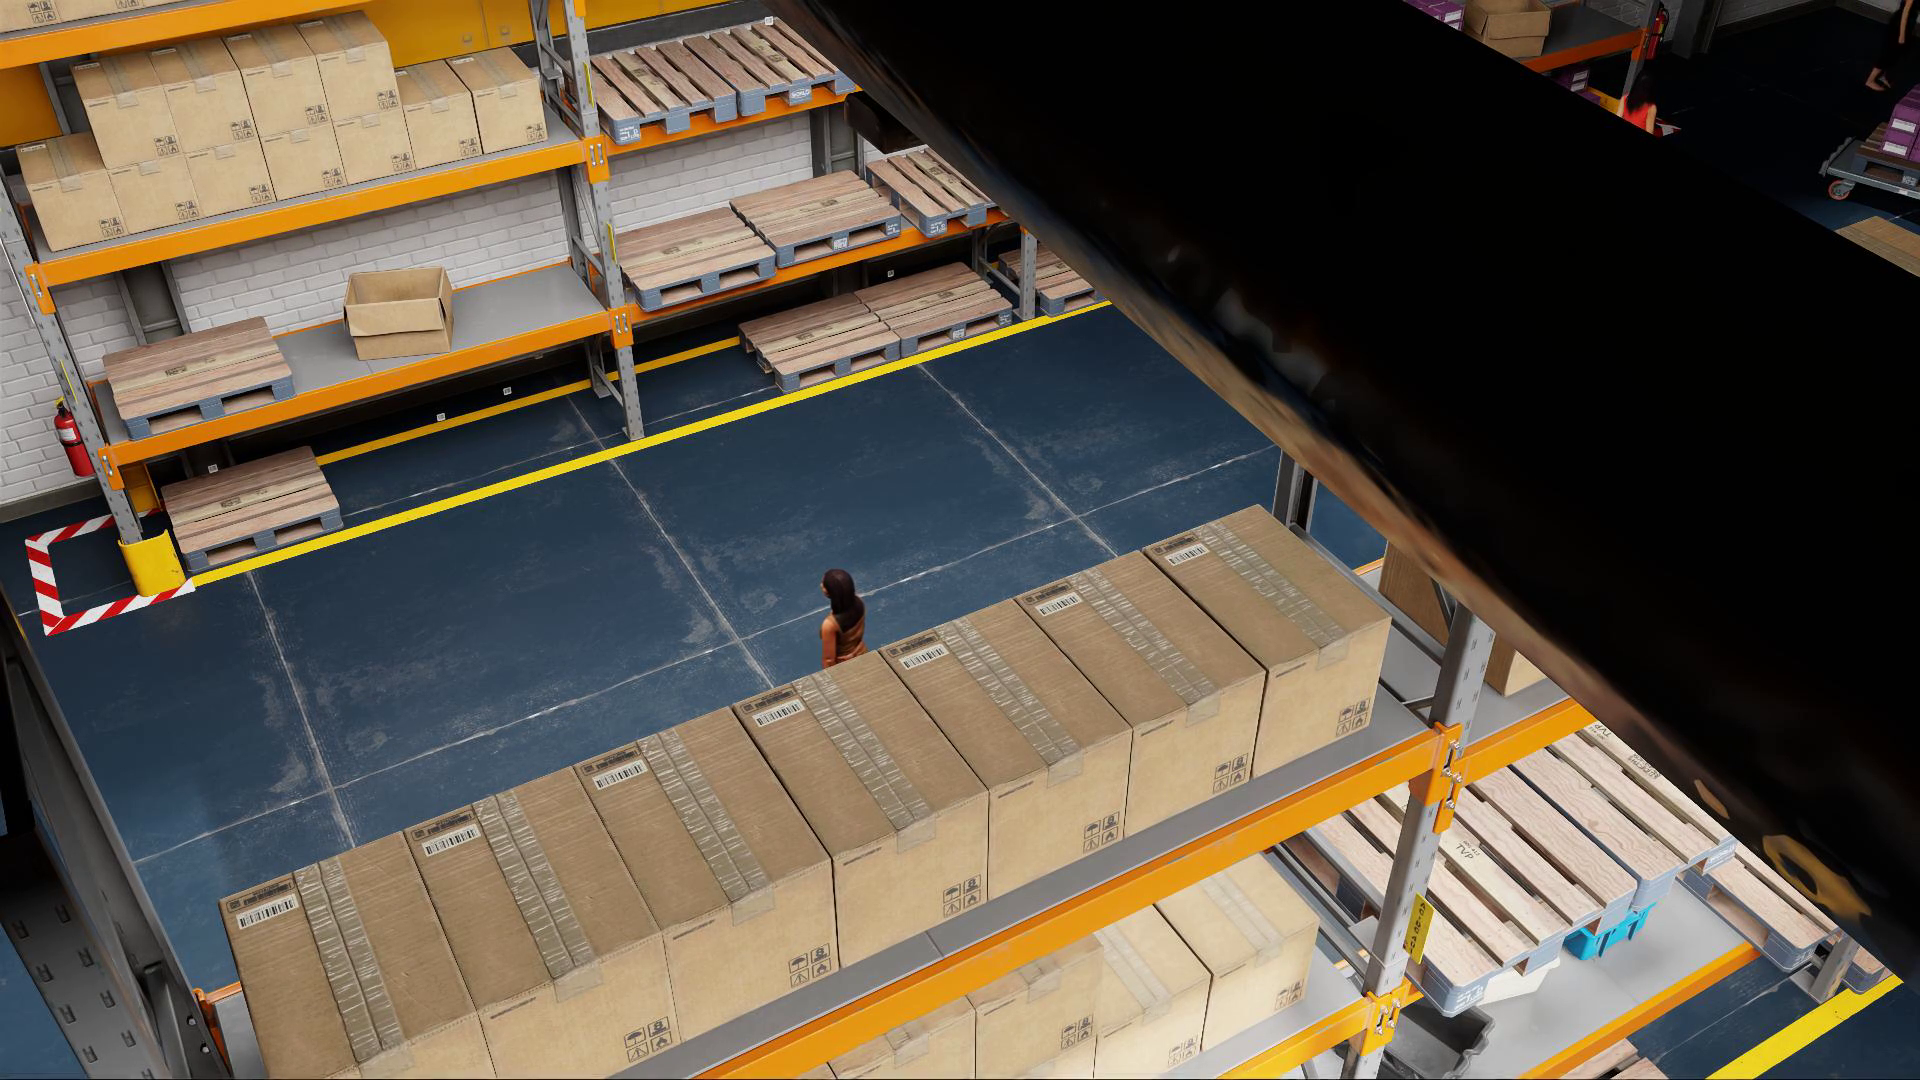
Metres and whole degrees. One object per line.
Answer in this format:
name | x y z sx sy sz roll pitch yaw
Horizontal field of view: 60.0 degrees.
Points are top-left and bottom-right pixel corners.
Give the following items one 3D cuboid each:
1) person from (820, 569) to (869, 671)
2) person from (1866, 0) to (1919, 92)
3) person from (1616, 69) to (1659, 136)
person | -0.742 0.857 10.920 0.700 1.684 0.600 19 42 22
person | 11.093 -6.074 19.674 0.738 1.590 0.608 25 45 28
person | 6.801 -3.972 16.939 0.568 1.719 0.628 -28 47 -31
